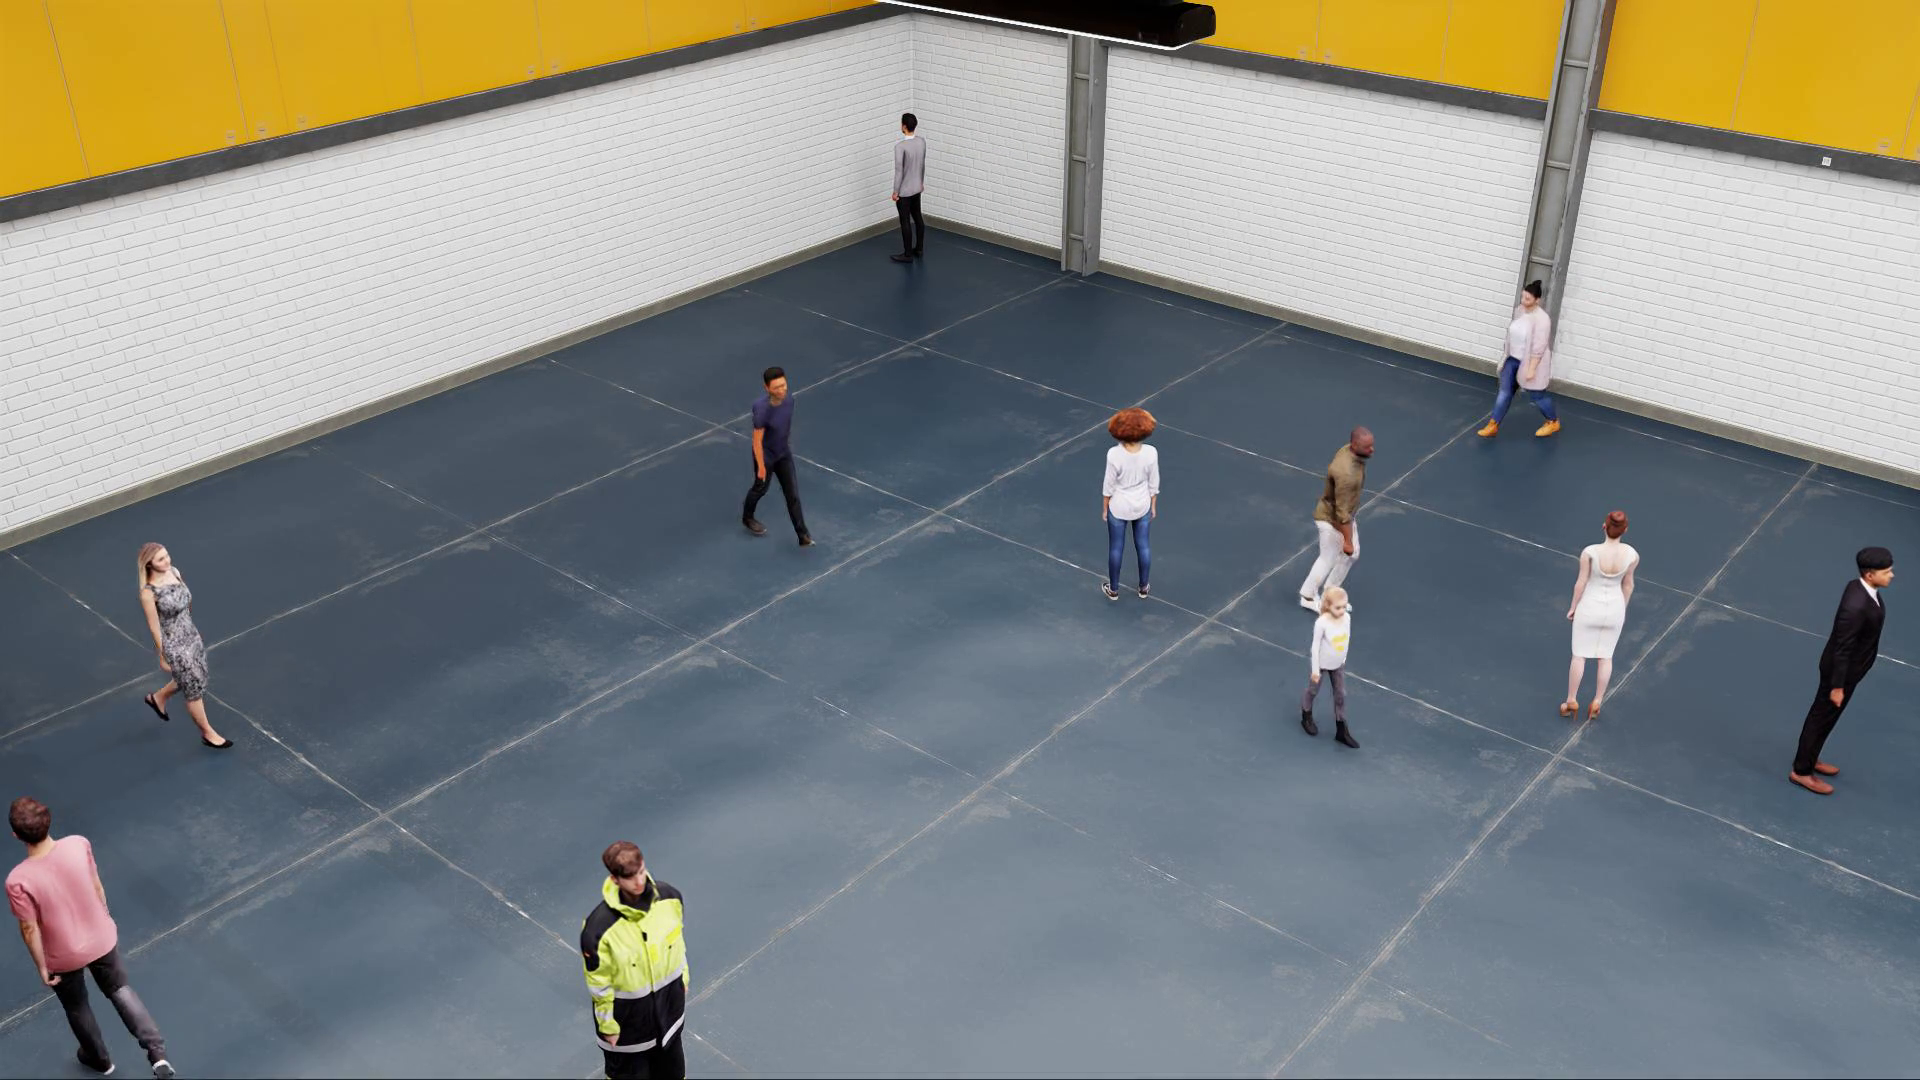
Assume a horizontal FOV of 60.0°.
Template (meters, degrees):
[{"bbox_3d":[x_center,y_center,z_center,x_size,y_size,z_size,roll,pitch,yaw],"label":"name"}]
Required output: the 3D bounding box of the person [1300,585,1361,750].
[{"bbox_3d":[2.662,0.872,12.219,0.712,1.261,0.859,-12,31,-20],"label":"person"}]

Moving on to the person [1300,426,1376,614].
[{"bbox_3d":[3.038,-0.172,13.586,0.802,1.785,0.833,8,30,15],"label":"person"}]

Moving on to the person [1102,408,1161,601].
[{"bbox_3d":[1.421,-0.297,13.890,0.736,1.712,0.800,-2,29,-3],"label":"person"}]

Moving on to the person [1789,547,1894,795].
[{"bbox_3d":[6.123,0.871,11.570,0.591,1.883,0.725,17,33,29],"label":"person"}]

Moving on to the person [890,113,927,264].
[{"bbox_3d":[-0.653,-4.549,21.465,0.612,1.922,0.747,20,34,32],"label":"person"}]

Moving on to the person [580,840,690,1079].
[{"bbox_3d":[-1.671,2.376,8.709,0.628,1.982,0.764,24,36,36],"label":"person"}]

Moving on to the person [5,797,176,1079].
[{"bbox_3d":[-4.730,2.232,9.016,1.053,1.940,0.665,19,34,31],"label":"person"}]

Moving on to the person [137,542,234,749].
[{"bbox_3d":[-5.707,0.762,11.975,1.015,1.686,0.839,6,29,10],"label":"person"}]

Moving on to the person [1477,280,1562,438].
[{"bbox_3d":[5.762,-1.783,16.627,1.117,1.699,1.170,-7,29,-12],"label":"person"}]

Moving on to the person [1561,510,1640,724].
[{"bbox_3d":[4.698,0.559,12.238,0.583,1.791,0.703,5,29,9],"label":"person"}]

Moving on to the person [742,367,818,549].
[{"bbox_3d":[-1.720,-0.762,14.727,1.173,1.726,0.735,22,35,34],"label":"person"}]
